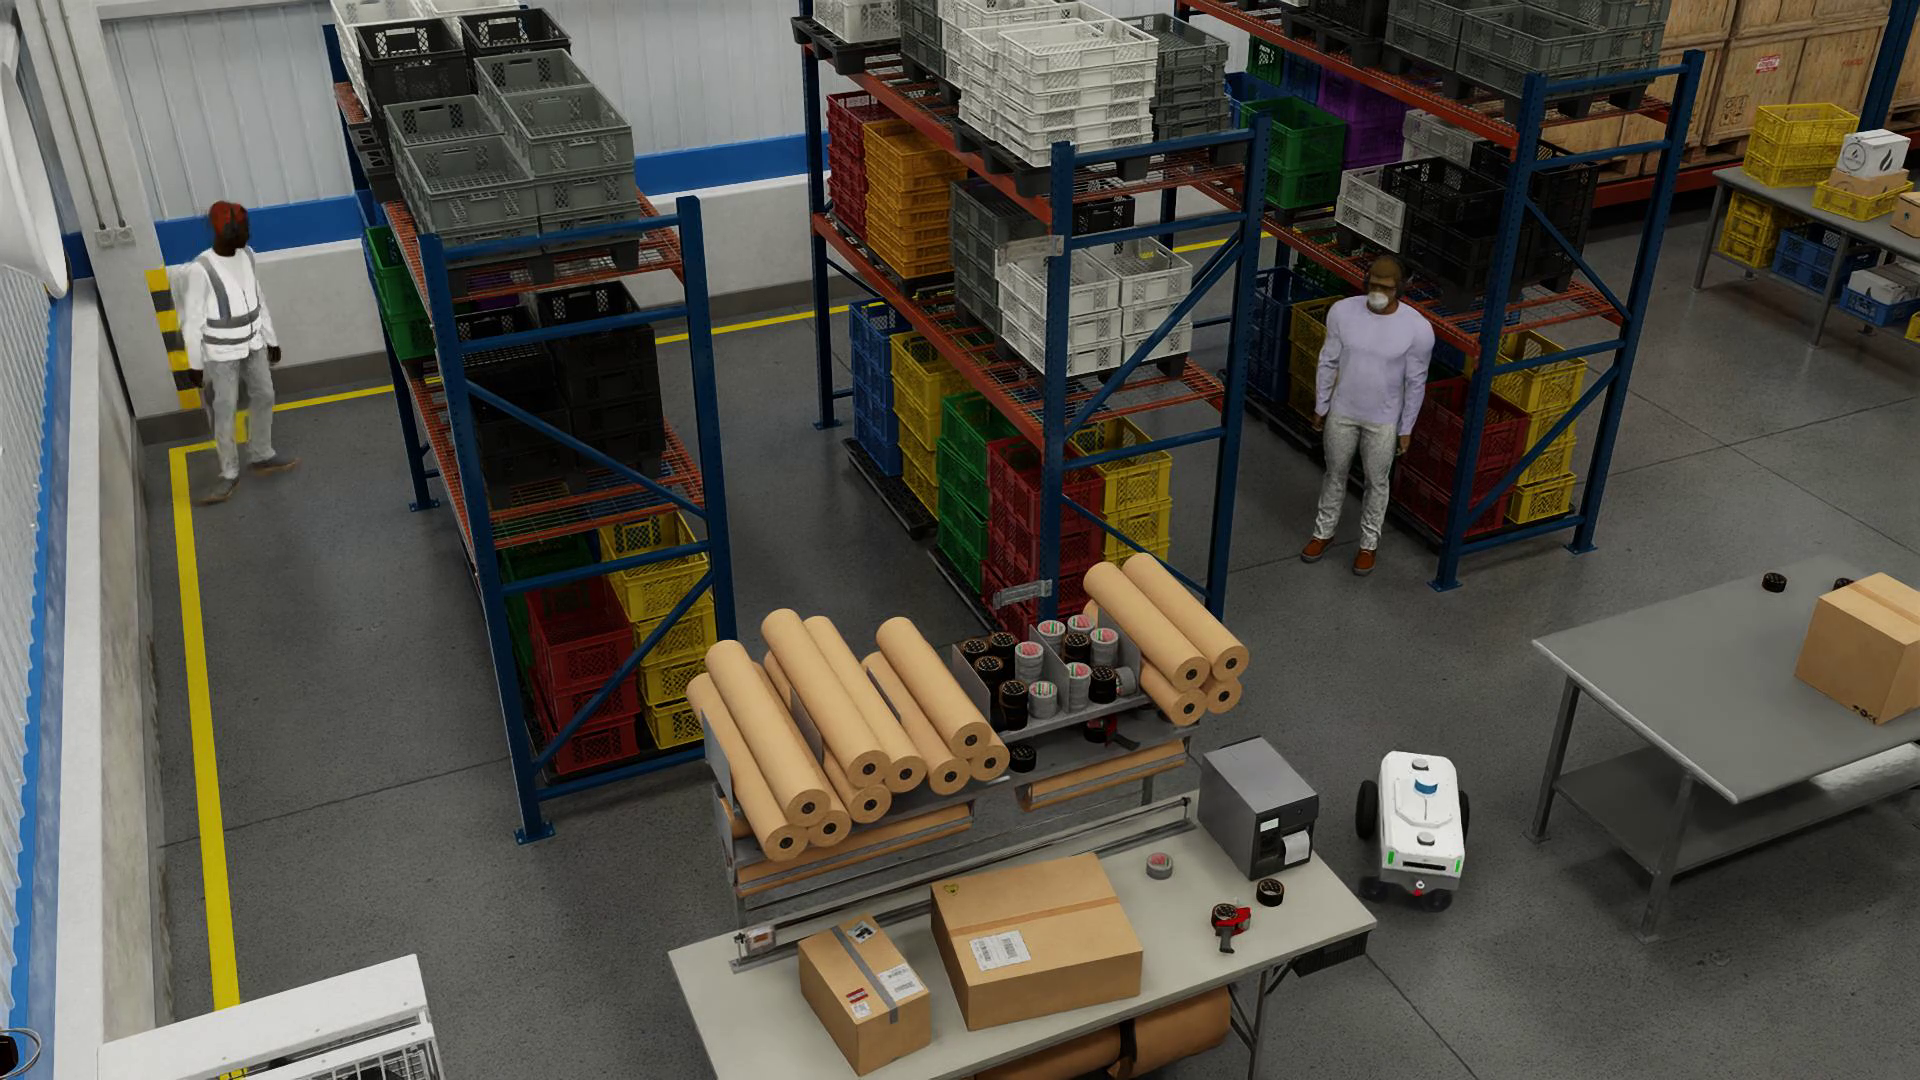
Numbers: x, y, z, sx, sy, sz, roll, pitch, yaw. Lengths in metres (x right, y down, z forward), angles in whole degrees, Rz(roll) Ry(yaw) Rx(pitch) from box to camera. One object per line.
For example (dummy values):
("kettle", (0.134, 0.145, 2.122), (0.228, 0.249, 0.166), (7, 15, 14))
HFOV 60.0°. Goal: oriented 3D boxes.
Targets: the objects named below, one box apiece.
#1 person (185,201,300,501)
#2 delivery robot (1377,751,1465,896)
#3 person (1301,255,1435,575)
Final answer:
("person", (-4.557, -1.161, 10.343), (0.377, 1.854, 0.754), (10, 33, 16))
("delivery robot", (2.082, 1.265, 7.535), (0.477, 0.478, 0.707), (5, 32, 9))
("person", (2.318, -0.713, 9.524), (0.630, 1.940, 0.372), (16, 35, 25))
